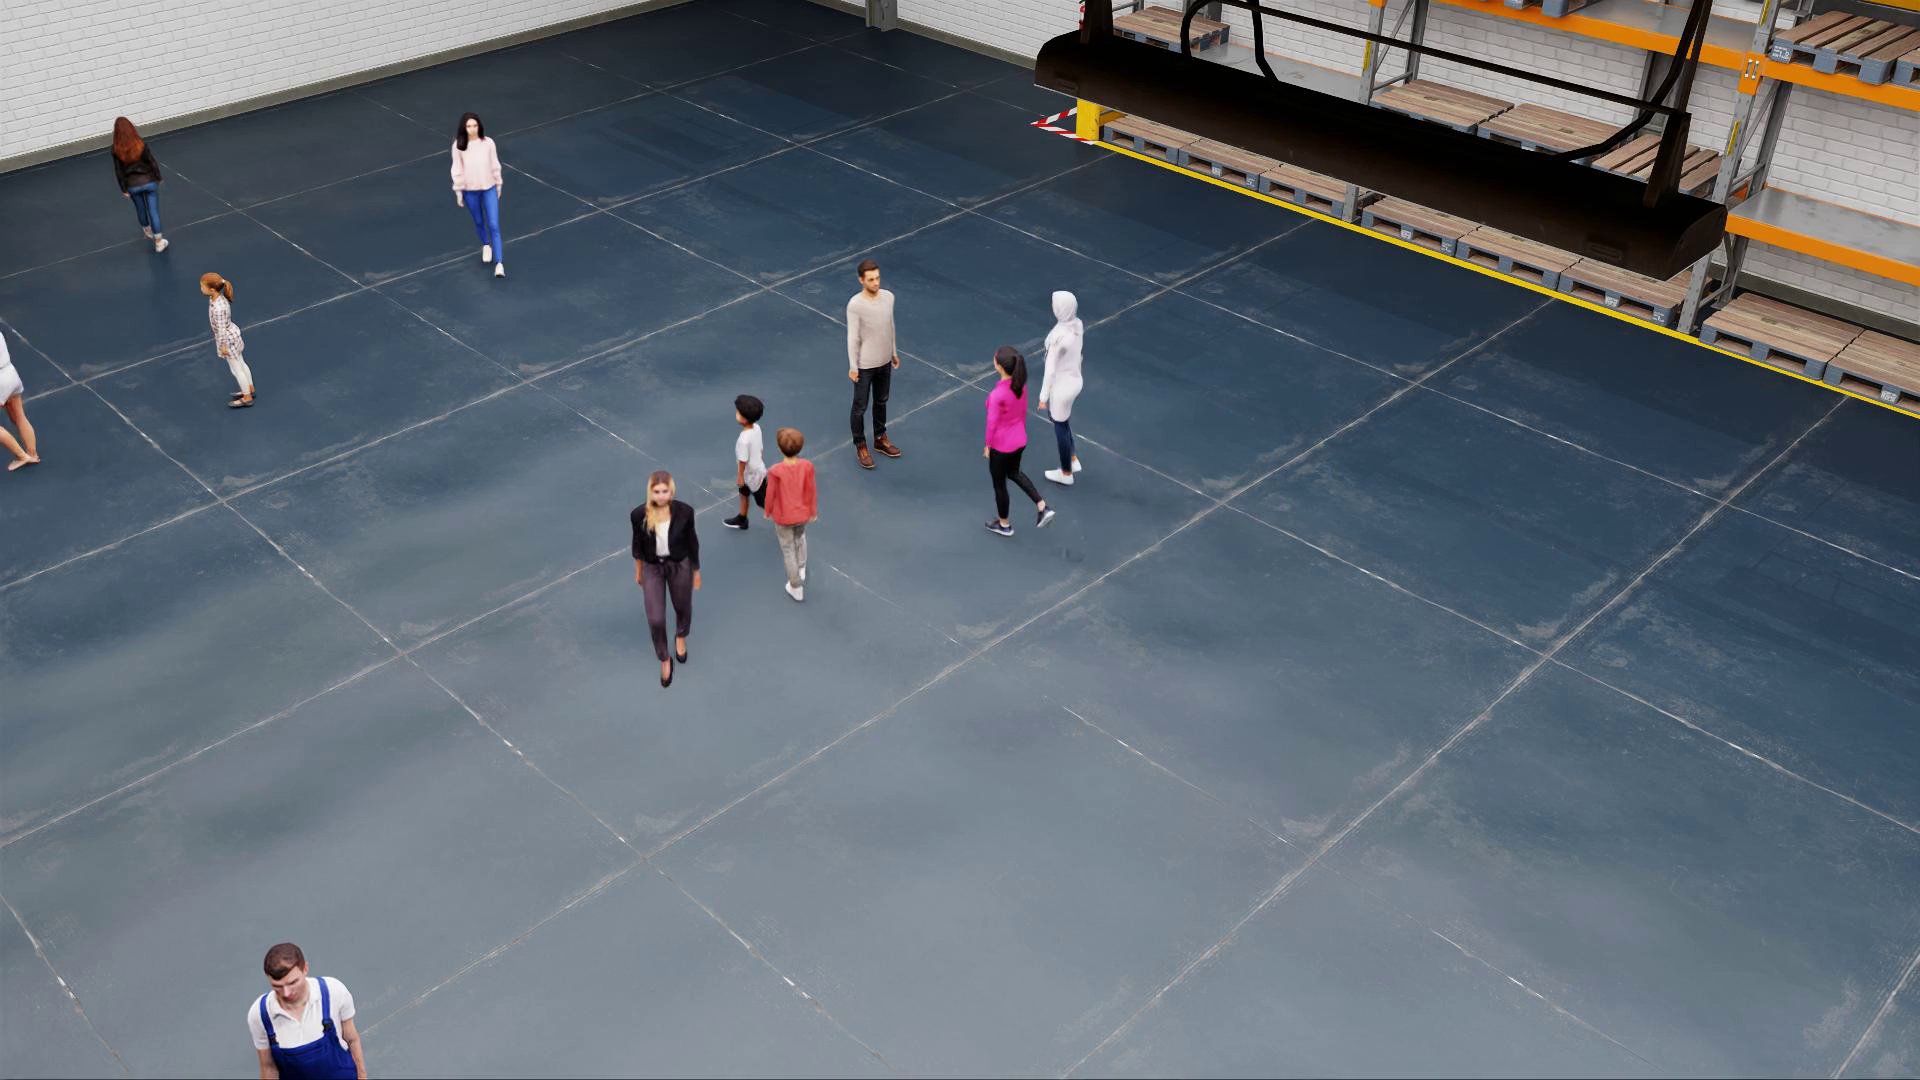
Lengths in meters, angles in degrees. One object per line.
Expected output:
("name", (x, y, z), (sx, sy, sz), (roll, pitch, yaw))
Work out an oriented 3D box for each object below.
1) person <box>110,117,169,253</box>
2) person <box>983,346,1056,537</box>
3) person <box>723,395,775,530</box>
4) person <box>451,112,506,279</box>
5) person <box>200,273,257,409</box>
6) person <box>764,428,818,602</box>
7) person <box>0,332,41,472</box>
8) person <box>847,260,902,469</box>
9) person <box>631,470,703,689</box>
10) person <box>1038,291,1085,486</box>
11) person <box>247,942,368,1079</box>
("person", (-8.863, -3.836, 18.010), (0.786, 1.459, 0.939), (-11, 35, -16))
("person", (0.447, -0.727, 13.128), (0.849, 1.687, 0.636), (25, 41, 32))
("person", (-1.601, -0.560, 13.279), (0.928, 1.242, 0.794), (5, 34, 8))
("person", (-5.070, -3.669, 17.532), (1.065, 1.711, 1.259), (-7, 34, -10))
("person", (-6.648, -1.832, 15.131), (0.659, 1.310, 0.567), (-11, 35, -16))
("person", (-1.240, -0.169, 12.546), (0.631, 1.401, 0.742), (-18, 37, -24))
("person", (-8.082, -1.333, 14.116), (0.742, 1.603, 0.677), (-2, 34, -3))
("person", (-0.746, -1.528, 14.170), (0.677, 1.866, 0.572), (-25, 41, -33))
("person", (-2.067, 0.190, 11.777), (0.818, 1.655, 0.891), (-6, 34, -9))
("person", (0.937, -1.228, 13.807), (0.671, 1.769, 0.693), (19, 38, 26))
("person", (-3.064, 2.597, 7.979), (0.701, 1.851, 0.688), (-14, 36, -20))
